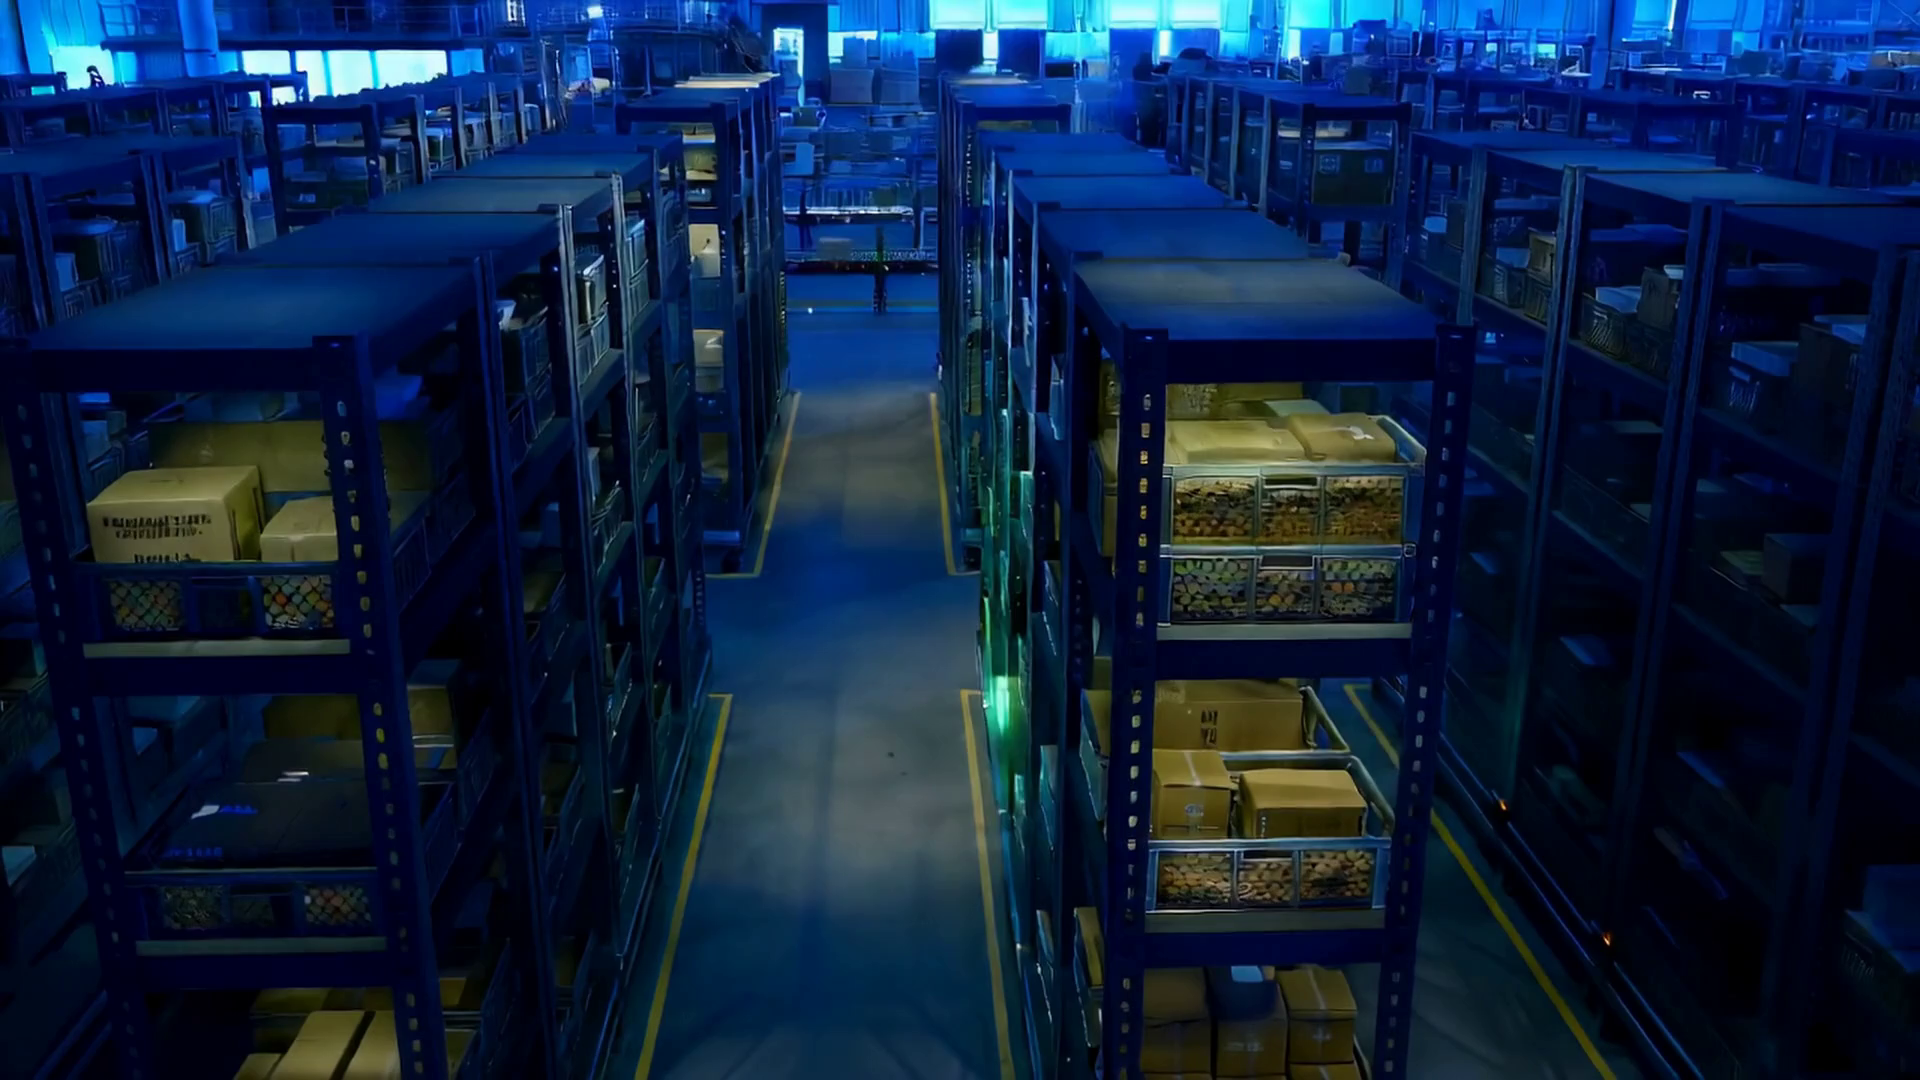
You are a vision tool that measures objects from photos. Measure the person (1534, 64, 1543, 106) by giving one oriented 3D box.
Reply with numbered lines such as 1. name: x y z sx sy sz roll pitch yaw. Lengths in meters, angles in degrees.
1. person: 23.764 -18.633 68.487 0.477 1.903 0.596 -1 18 -4

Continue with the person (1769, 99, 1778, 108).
1. person: 22.141 -11.132 45.466 0.597 1.786 0.928 -4 18 -12

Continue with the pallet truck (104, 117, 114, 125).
1. pallet truck: -18.367 -7.885 35.078 1.885 1.965 0.823 1 18 2

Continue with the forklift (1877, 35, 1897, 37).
1. forklift: 44.183 -22.805 79.833 1.129 2.768 1.873 -1 18 -2

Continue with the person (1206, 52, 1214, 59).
1. person: 13.132 -24.776 87.622 0.431 1.835 0.624 -13 22 -34

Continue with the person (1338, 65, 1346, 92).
1. person: 15.036 -17.716 65.593 0.354 1.939 0.544 5 19 15

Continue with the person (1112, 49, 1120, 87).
1. person: 8.309 -25.134 88.533 0.389 1.949 0.603 -5 19 -16

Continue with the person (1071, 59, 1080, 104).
1. person: 5.101 -20.249 73.461 0.376 1.927 0.544 -1 18 -2

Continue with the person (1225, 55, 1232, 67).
1. person: 13.927 -24.388 86.598 0.478 1.710 0.762 2 18 7

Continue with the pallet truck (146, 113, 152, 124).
1. pallet truck: -18.087 -8.309 36.390 1.885 1.965 0.823 -1 18 -4

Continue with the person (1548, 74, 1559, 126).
1. person: 20.499 -15.162 57.663 0.454 1.953 0.639 -3 18 -9

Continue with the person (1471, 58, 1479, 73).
1. person: 25.005 -22.487 80.612 0.969 1.785 0.546 -2 18 -6

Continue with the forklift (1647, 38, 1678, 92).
1. forklift: 30.796 -20.577 72.940 1.129 2.768 1.873 -1 18 -2

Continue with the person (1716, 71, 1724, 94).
1. person: 29.679 -17.427 64.849 0.882 1.833 0.565 -6 19 -19

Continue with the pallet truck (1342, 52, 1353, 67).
1. pallet truck: 18.794 -23.123 82.231 0.823 1.965 1.885 -13 22 -35

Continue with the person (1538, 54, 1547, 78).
1. person: 28.469 -22.841 81.488 0.427 1.909 0.623 0 18 0

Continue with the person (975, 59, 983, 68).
1. person: 0.736 -20.670 74.861 0.988 1.878 0.664 -3 18 -8

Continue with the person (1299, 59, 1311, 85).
1. person: 15.615 -20.802 75.281 0.503 1.861 0.328 9 20 25

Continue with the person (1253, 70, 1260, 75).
1. person: 10.555 -15.769 59.476 0.374 1.997 0.608 -12 21 -32

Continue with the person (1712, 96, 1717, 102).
1. person: 22.143 -12.208 48.977 0.532 1.675 0.763 -4 18 -13

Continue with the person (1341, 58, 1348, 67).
1. person: 19.265 -23.292 83.278 0.539 1.672 0.780 -13 22 -35

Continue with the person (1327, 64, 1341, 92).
1. person: 14.461 -17.464 64.650 0.663 2.000 0.691 6 19 17

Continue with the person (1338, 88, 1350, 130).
1. person: 12.050 -13.354 52.422 0.534 1.738 0.786 1 18 3

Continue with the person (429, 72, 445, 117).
1. person: -19.365 -16.507 62.004 0.889 1.857 0.587 -11 21 -31

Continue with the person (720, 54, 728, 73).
1. person: -12.222 -24.425 86.557 0.844 1.818 0.629 1 18 4
